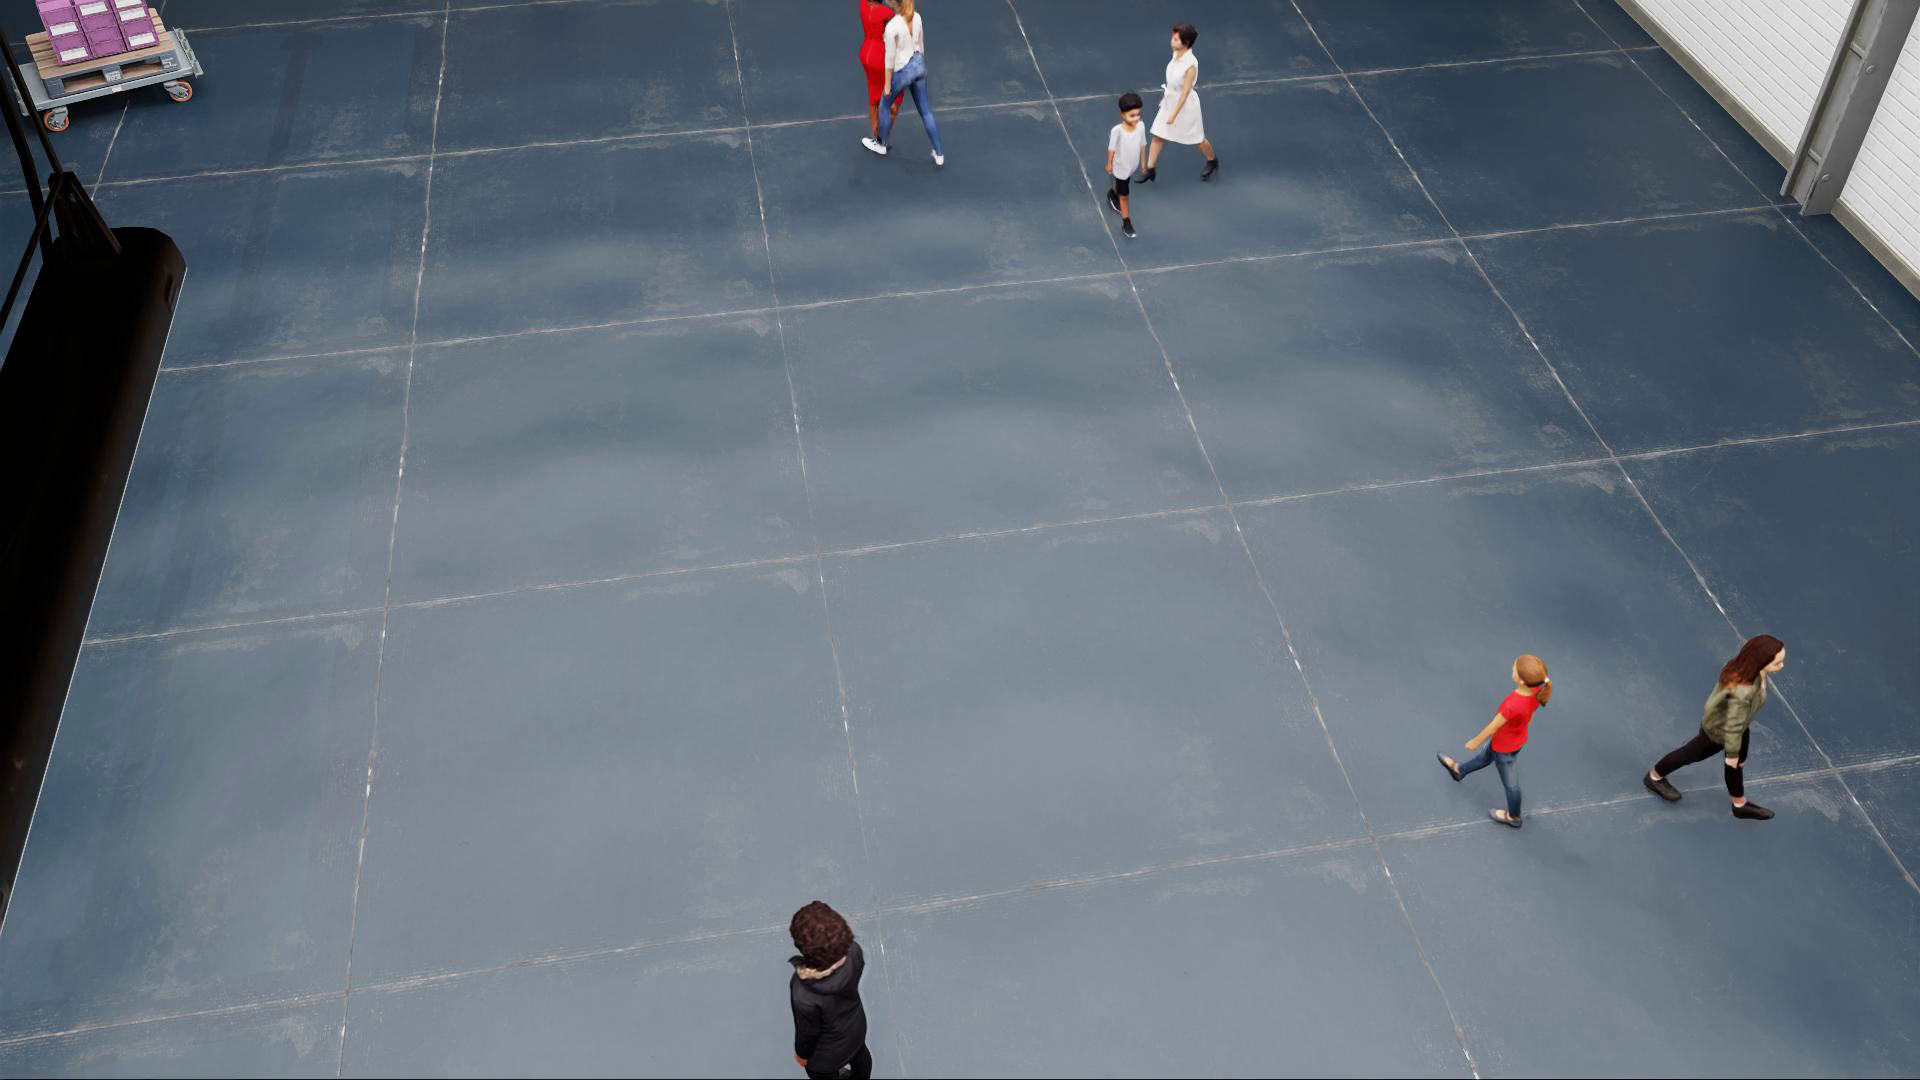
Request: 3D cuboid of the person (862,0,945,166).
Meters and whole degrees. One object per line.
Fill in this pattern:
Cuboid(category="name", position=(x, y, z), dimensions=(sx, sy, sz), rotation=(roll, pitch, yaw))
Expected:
Cuboid(category="person", position=(-0.435, -4.134, 14.936), dimensions=(1.065, 1.682, 1.153), rotation=(-33, 52, -30))

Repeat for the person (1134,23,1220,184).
Cuboid(category="person", position=(2.043, -3.840, 14.747), dimensions=(0.770, 1.515, 1.020), rotation=(-16, 46, -17))

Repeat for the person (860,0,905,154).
Cuboid(category="person", position=(-0.777, -4.270, 15.040), dimensions=(0.703, 1.734, 0.765), rotation=(27, 50, 26))

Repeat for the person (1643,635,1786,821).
Cuboid(category="person", position=(4.367, 1.052, 9.669), dimensions=(1.040, 1.438, 0.960), rotation=(28, 50, 26))

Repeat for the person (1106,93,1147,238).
Cuboid(category="person", position=(1.409, -3.317, 14.401), dimensions=(0.608, 1.236, 0.935), rotation=(-16, 46, -16))

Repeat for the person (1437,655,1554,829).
Cuboid(category="person", position=(3.234, 1.200, 9.624), dimensions=(0.925, 1.285, 0.795), rotation=(33, 53, 30))

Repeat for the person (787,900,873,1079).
Cuboid(category="person", position=(-0.622, 2.348, 8.061), dimensions=(0.779, 1.779, 0.717), rotation=(25, 49, 24))
